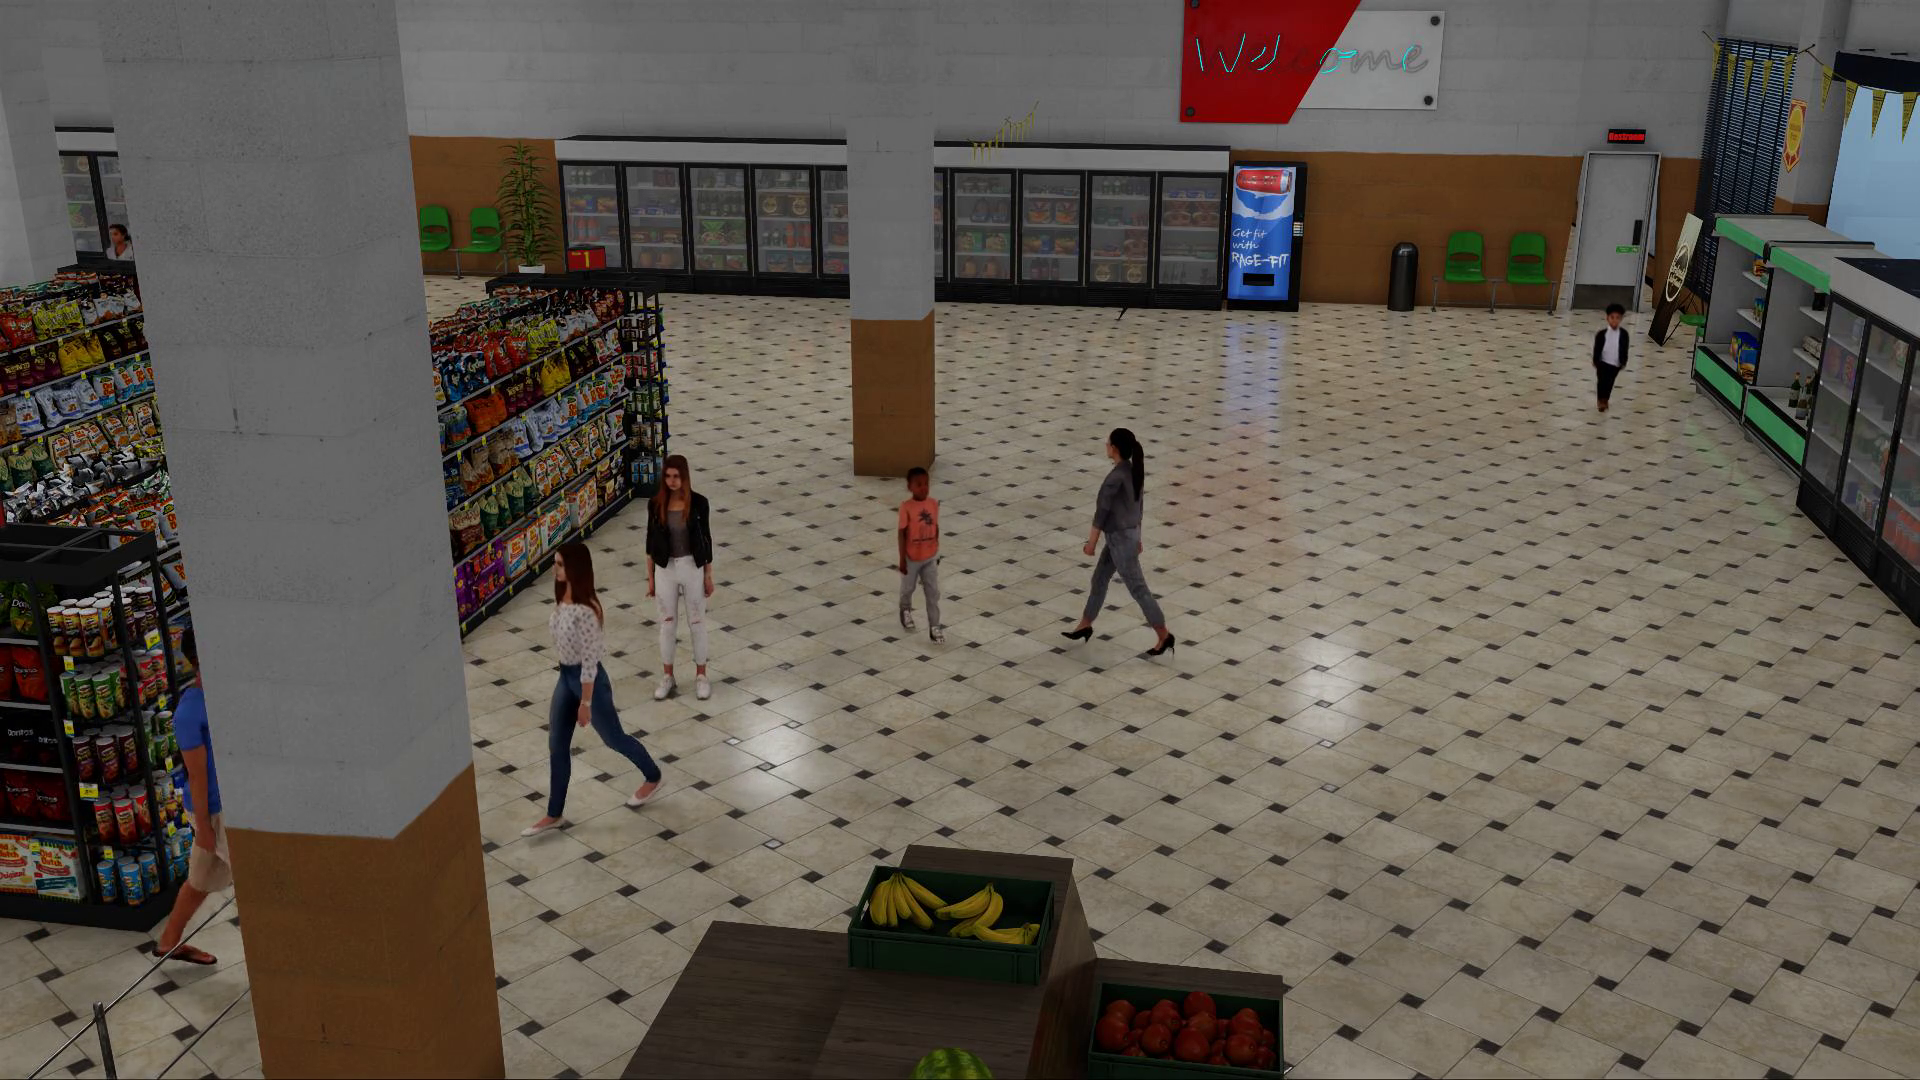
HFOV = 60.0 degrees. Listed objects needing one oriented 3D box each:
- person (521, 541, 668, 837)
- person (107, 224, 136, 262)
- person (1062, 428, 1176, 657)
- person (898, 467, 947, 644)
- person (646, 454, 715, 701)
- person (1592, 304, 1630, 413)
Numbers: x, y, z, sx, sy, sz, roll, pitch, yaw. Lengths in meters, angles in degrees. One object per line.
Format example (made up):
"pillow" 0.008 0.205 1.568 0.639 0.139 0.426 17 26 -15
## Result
"person" -2.032 0.823 9.412 1.156 1.688 1.070 -14 23 -35
"person" -10.504 -3.155 21.174 0.723 1.711 1.162 1 19 3
"person" 1.219 0.078 11.728 0.879 1.621 1.114 9 21 25
"person" -0.332 0.089 12.225 0.789 1.281 0.969 -7 20 -19
"person" -1.874 0.234 11.143 0.640 1.699 0.579 0 19 -1
"person" 7.294 -2.049 18.682 0.519 1.208 0.754 4 19 11
